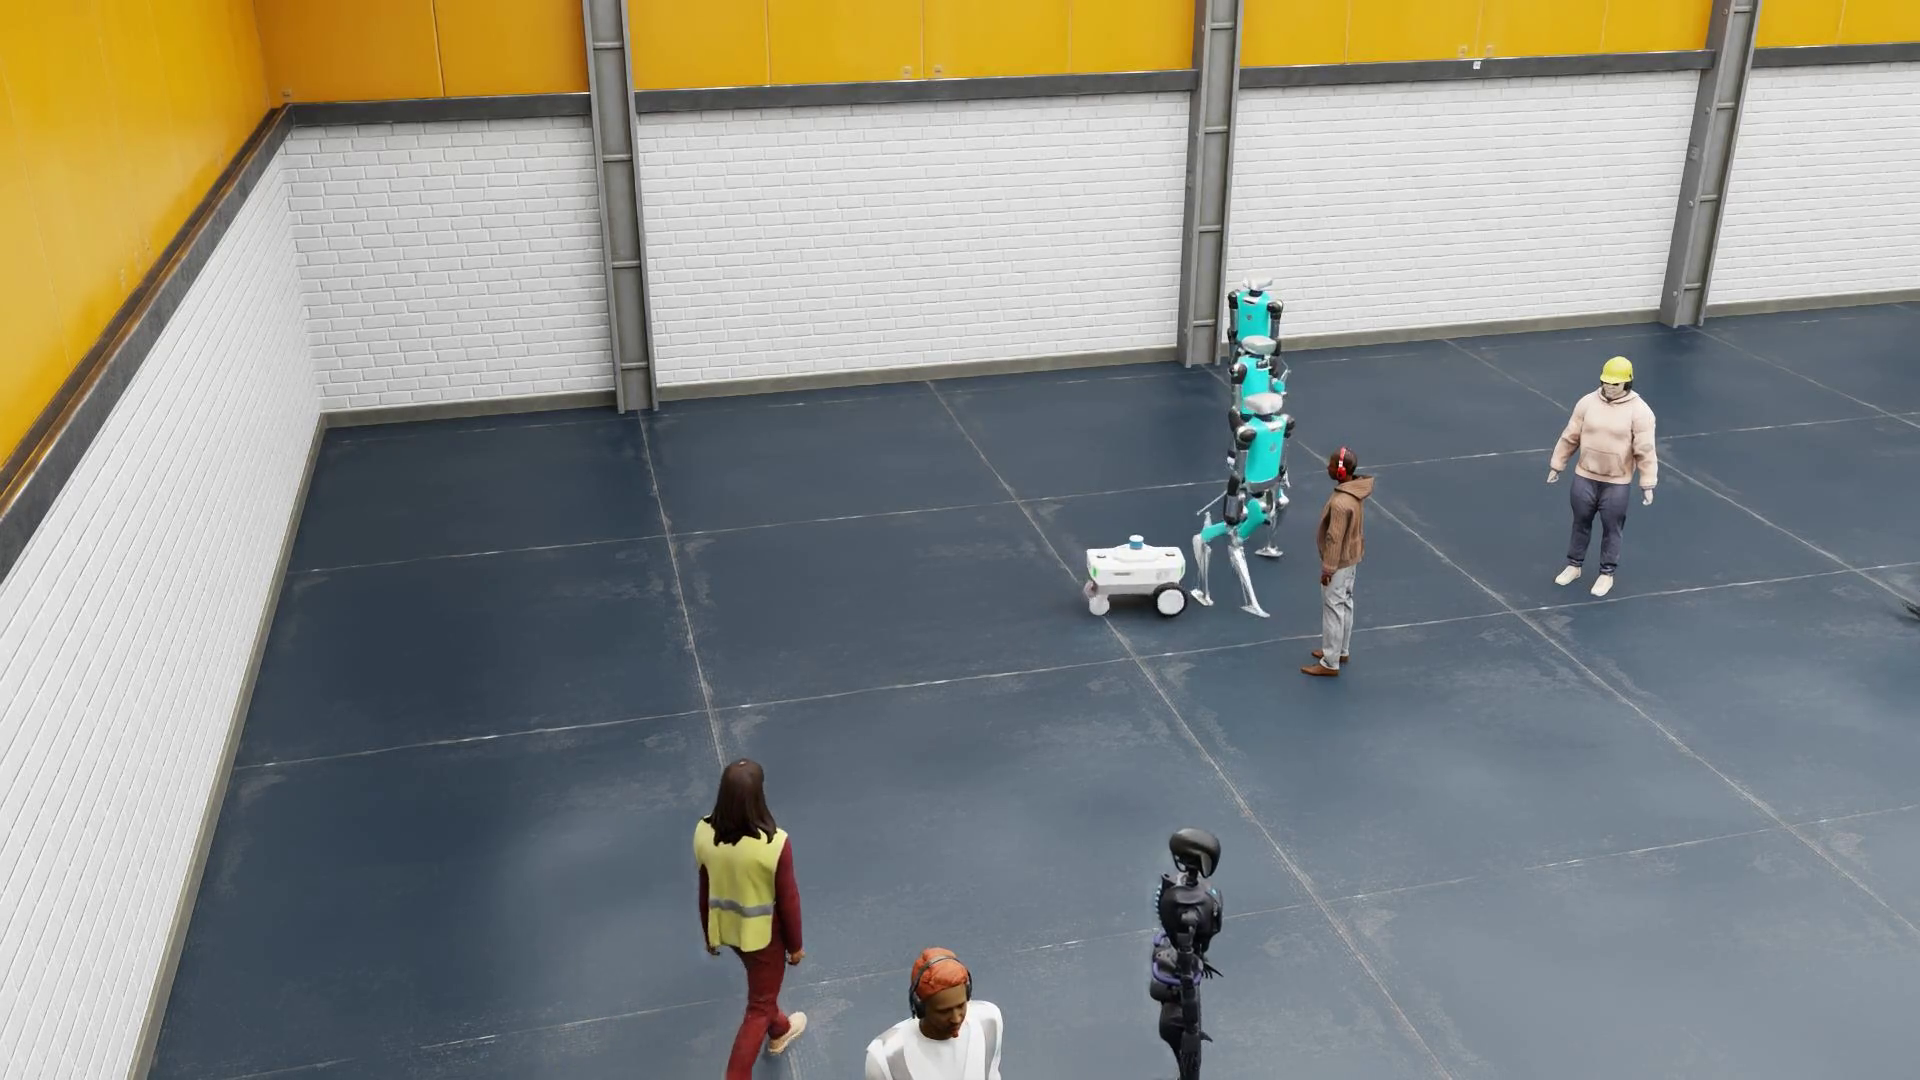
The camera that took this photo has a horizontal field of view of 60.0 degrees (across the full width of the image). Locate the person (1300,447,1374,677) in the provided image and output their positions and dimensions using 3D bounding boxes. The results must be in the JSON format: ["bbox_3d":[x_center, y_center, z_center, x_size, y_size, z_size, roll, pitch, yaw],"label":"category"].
[{"bbox_3d":[2.578,0.152,11.307,0.329,1.647,0.462,11,26,24],"label":"person"}]

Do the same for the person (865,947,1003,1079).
[{"bbox_3d":[-0.075,2.305,6.125,0.573,1.882,0.355,-15,28,-30],"label":"person"}]

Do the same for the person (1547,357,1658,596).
[{"bbox_3d":[4.854,-0.497,12.523,0.791,1.859,0.429,18,29,35],"label":"person"}]

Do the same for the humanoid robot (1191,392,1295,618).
[{"bbox_3d":[1.976,-0.291,12.202,0.532,1.771,0.838,-17,29,-34],"label":"humanoid robot"}]

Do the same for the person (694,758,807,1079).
[{"bbox_3d":[-0.951,1.780,7.506,0.475,1.735,0.861,11,26,23],"label":"person"}]

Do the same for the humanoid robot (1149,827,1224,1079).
[{"bbox_3d":[0.921,1.931,7.241,0.471,1.644,0.586,4,24,8],"label":"humanoid robot"}]

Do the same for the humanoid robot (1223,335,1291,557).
[{"bbox_3d":[2.465,-0.698,13.154,0.918,1.775,0.560,21,31,39],"label":"humanoid robot"}]

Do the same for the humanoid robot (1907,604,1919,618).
[{"bbox_3d":[7.143,-0.059,11.785,0.600,1.659,0.602,-14,27,-29],"label":"humanoid robot"}]

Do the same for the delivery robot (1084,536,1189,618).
[{"bbox_3d":[1.336,0.264,12.422,0.786,0.608,0.499,-2,24,-4],"label":"delivery robot"}]

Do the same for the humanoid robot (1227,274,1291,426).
[{"bbox_3d":[2.777,-1.601,15.211,0.556,1.796,0.800,18,30,35],"label":"humanoid robot"}]
